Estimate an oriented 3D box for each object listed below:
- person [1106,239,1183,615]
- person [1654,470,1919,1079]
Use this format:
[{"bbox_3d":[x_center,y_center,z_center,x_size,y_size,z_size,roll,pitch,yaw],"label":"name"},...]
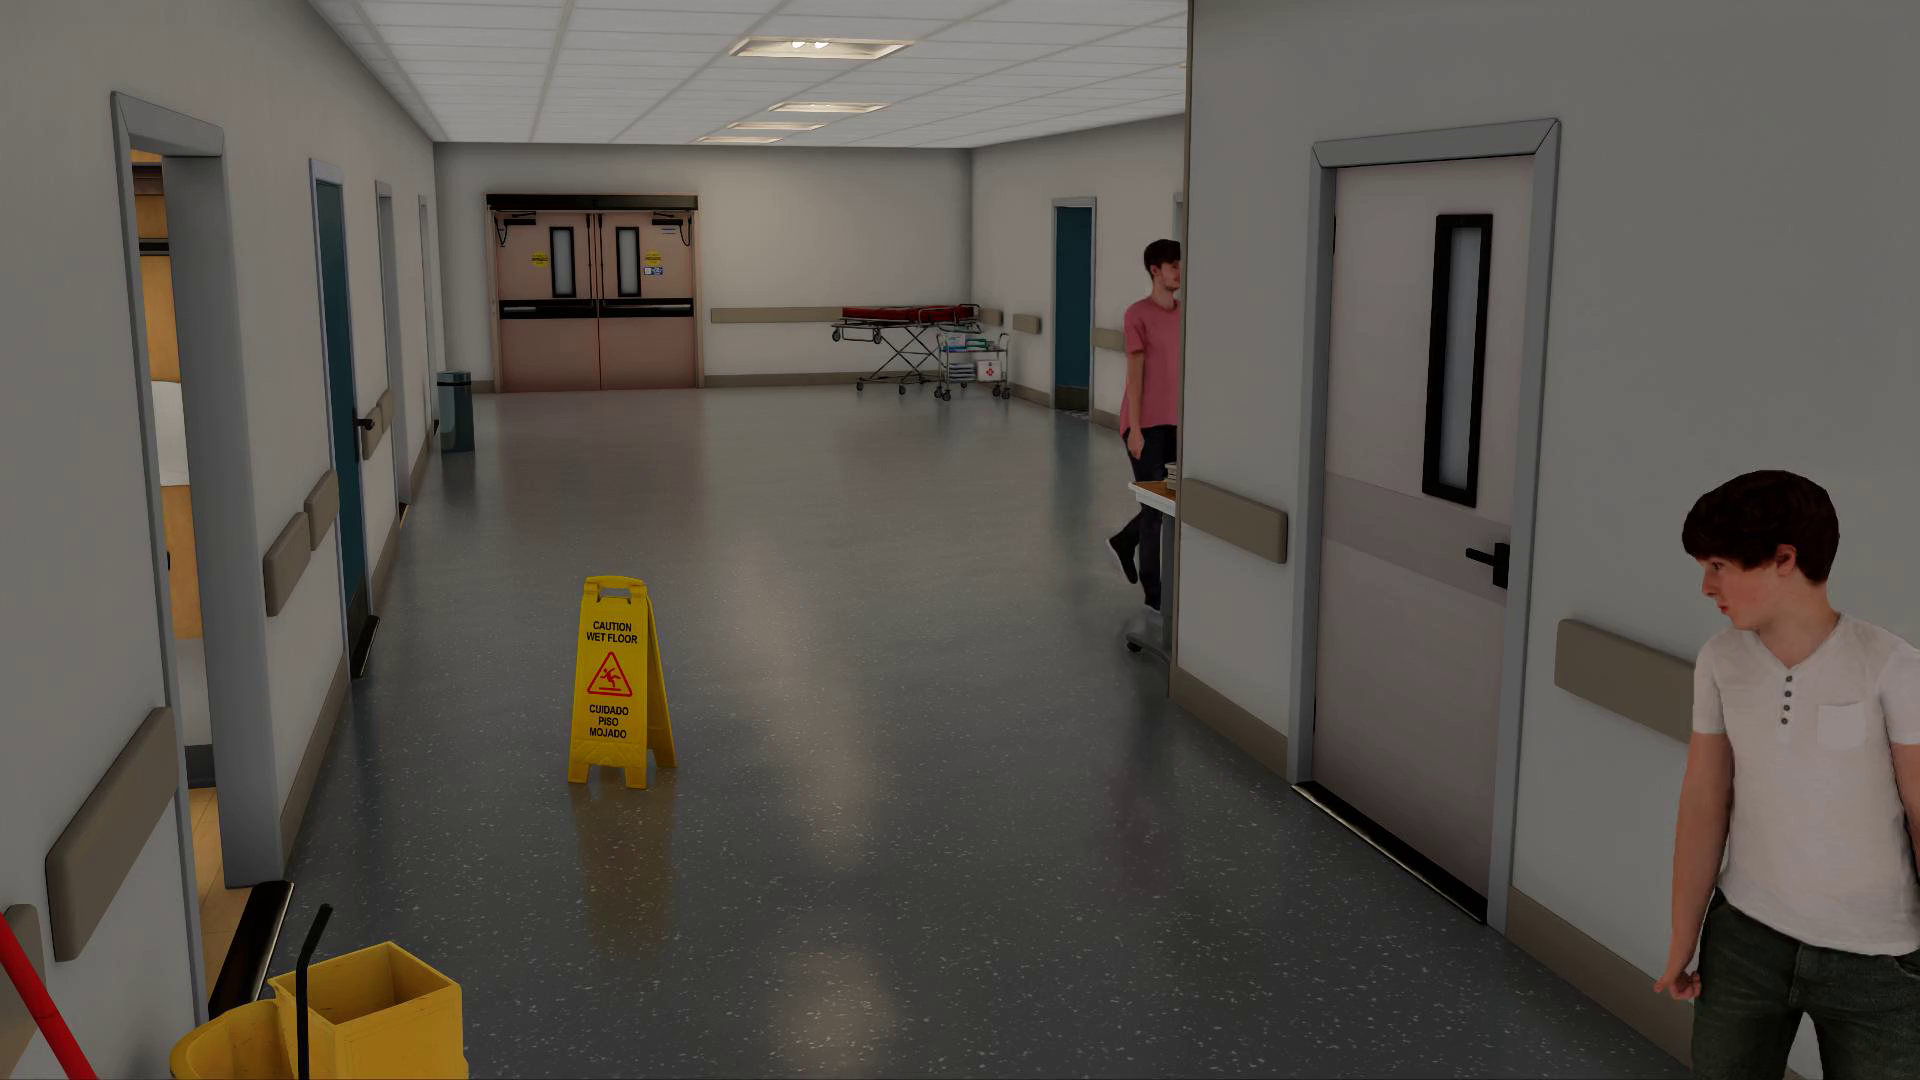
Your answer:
[{"bbox_3d":[0.986,-0.598,8.817,0.827,1.941,1.026,-7,13,-35],"label":"person"},{"bbox_3d":[1.515,0.701,2.812,0.665,1.626,0.853,7,13,34],"label":"person"}]
